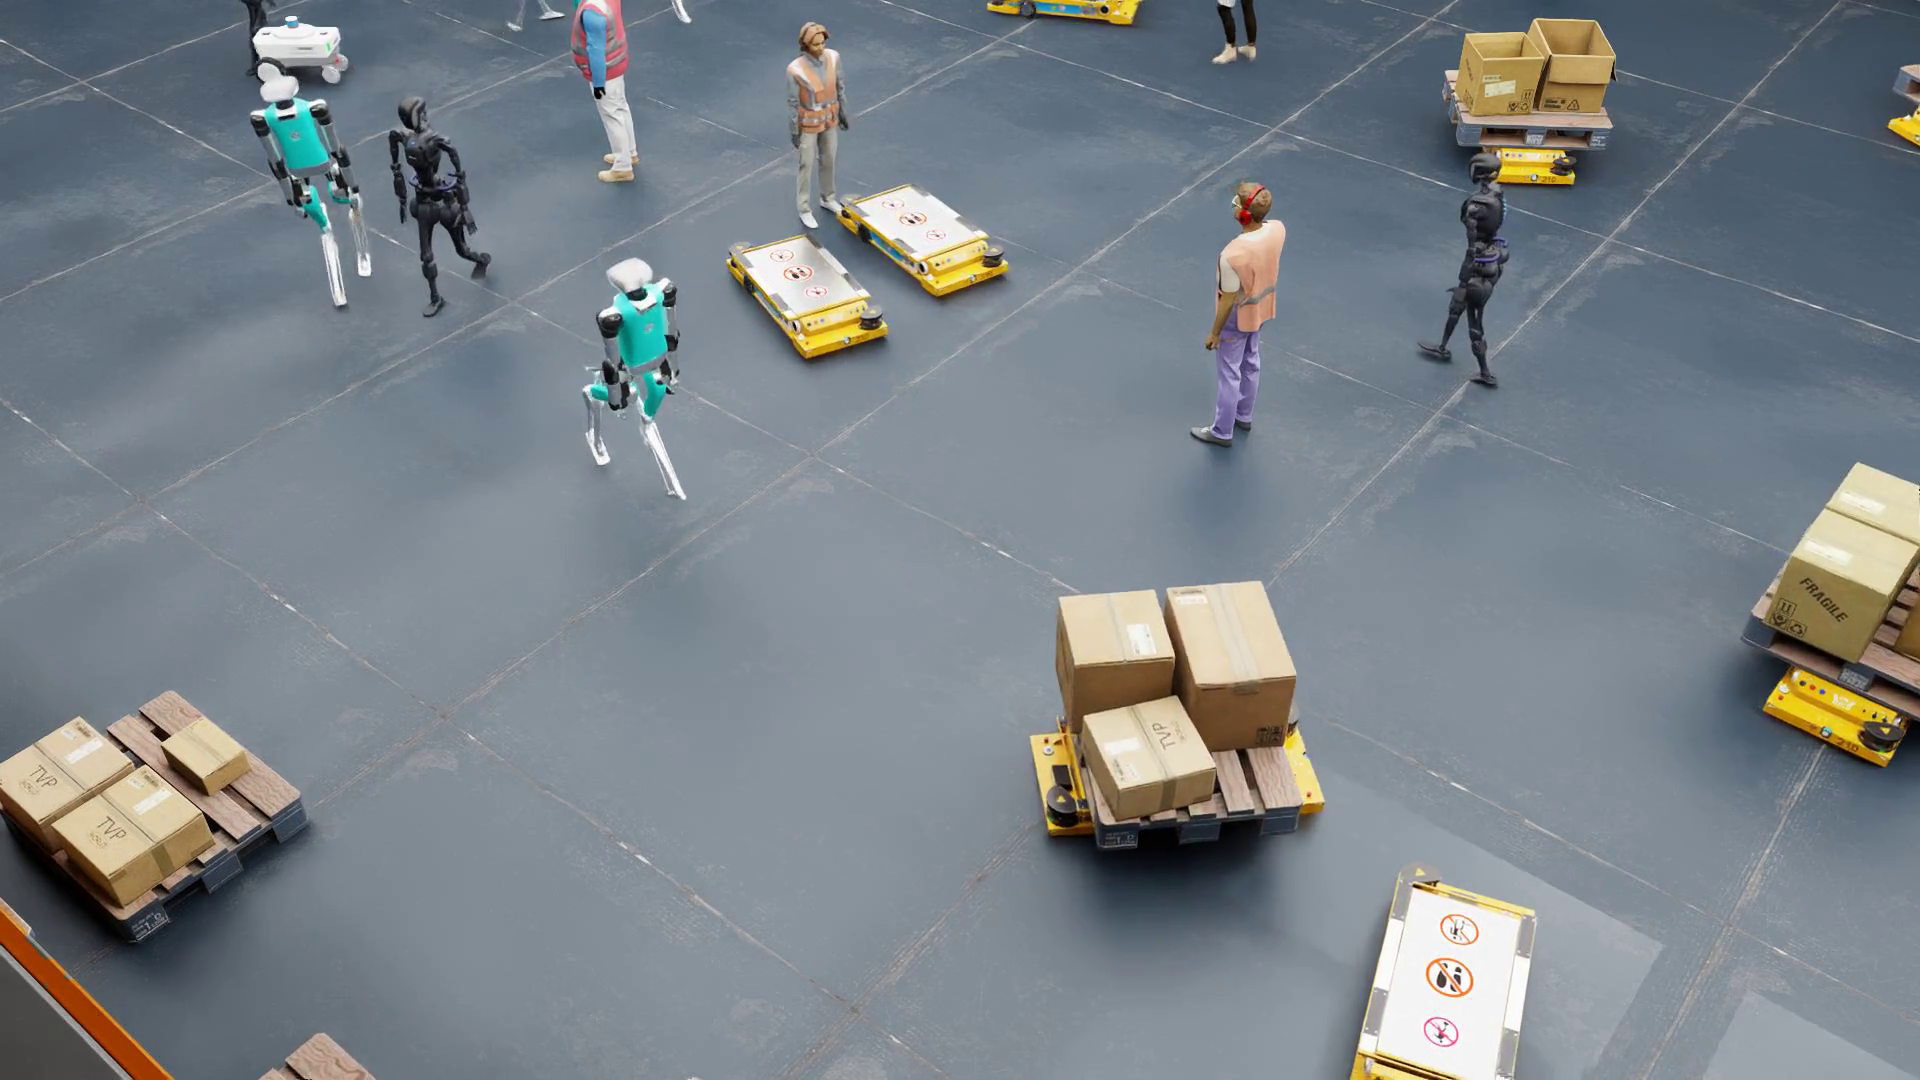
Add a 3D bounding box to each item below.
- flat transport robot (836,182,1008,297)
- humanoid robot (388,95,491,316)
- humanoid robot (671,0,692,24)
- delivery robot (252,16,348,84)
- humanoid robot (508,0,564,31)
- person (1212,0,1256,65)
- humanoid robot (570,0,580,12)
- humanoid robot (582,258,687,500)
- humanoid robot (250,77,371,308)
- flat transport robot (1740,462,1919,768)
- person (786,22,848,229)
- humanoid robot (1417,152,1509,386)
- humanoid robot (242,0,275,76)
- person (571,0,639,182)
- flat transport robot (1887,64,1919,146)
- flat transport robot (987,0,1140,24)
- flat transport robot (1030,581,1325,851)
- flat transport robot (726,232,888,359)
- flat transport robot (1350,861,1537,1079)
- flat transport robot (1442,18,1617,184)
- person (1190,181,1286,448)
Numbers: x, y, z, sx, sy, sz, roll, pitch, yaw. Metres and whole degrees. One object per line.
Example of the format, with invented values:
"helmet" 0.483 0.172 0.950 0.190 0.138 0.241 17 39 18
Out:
"flat transport robot" -0.309 -2.351 12.843 0.659 0.231 1.431 -24 46 -26
"humanoid robot" -3.736 -2.450 11.922 0.612 1.648 0.742 9 41 11
"humanoid robot" -2.812 -5.955 15.990 0.550 1.765 1.013 -20 44 -22
"delivery robot" -6.006 -4.449 15.084 0.773 0.586 0.499 0 40 0
"humanoid robot" -4.094 -5.644 15.648 0.860 1.864 0.549 -18 43 -20
"person" 2.558 -5.140 15.049 0.433 1.665 0.559 21 45 23
"humanoid robot" -3.376 -5.096 15.012 0.549 1.879 0.742 5 41 6
"humanoid robot" -2.125 -1.058 10.243 1.032 1.780 0.558 33 50 32
"humanoid robot" -4.612 -2.597 12.018 0.581 1.770 0.905 -6 41 -7
"flat transport robot" 5.094 0.659 9.302 0.659 0.231 1.431 29 48 29
"person" -1.098 -3.192 12.778 0.520 1.632 0.313 -31 49 -31
"humanoid robot" 3.459 -1.814 11.143 0.603 1.639 0.609 22 45 24
"humanoid robot" -6.439 -5.052 14.946 0.599 1.627 0.550 25 46 26
"person" -2.864 -3.776 13.318 0.432 1.836 0.628 0 40 0
"flat transport robot" 8.807 -3.598 14.310 1.431 0.231 0.659 -14 42 -16
"flat transport robot" 1.035 -5.349 16.370 1.431 0.231 0.659 9 41 10
"flat transport robot" 1.121 1.185 8.684 1.431 0.231 0.659 -4 41 -5
"flat transport robot" -1.145 -1.835 12.236 0.659 0.231 1.431 -20 44 -22
"flat transport robot" 2.207 2.126 7.577 0.659 0.231 1.431 14 42 16
"flat transport robot" 4.757 -3.443 14.128 0.659 0.231 1.431 3 40 3
"person" 1.780 -1.408 10.514 0.390 1.850 0.565 30 49 31
